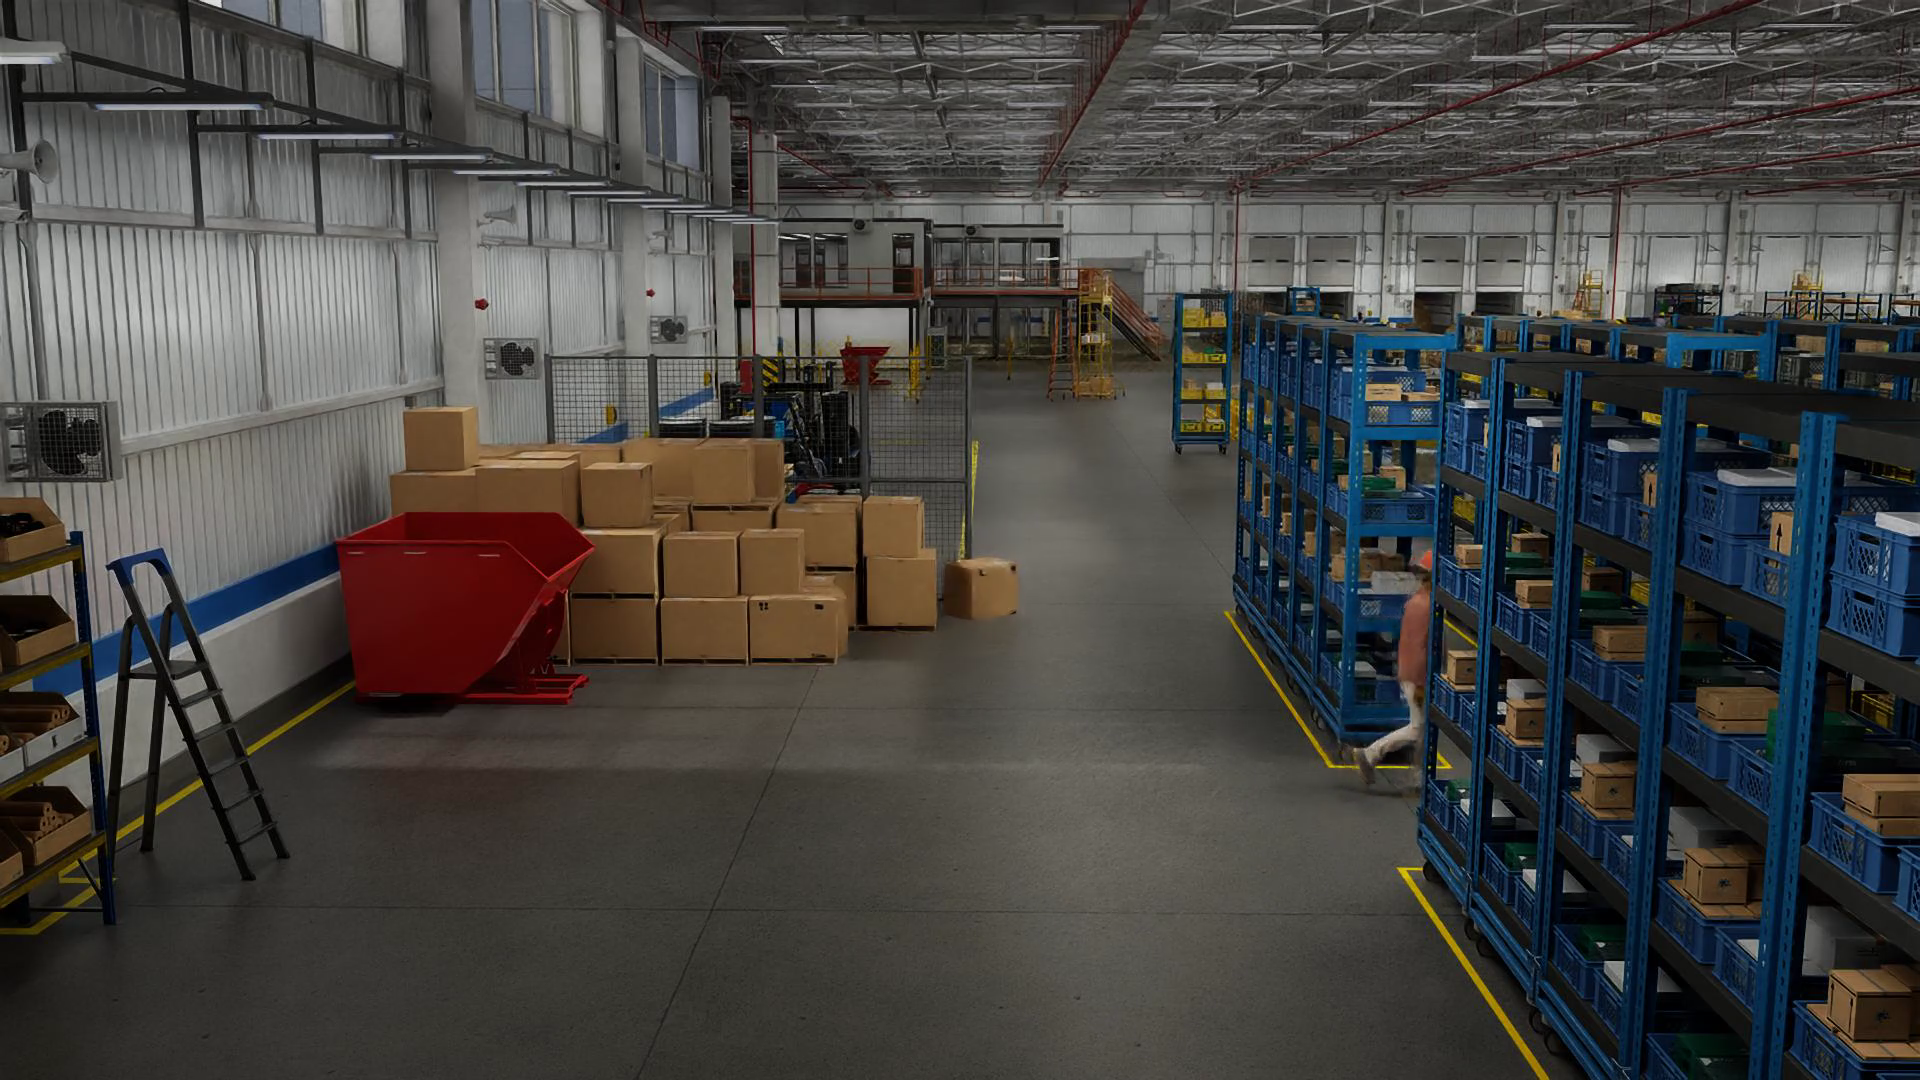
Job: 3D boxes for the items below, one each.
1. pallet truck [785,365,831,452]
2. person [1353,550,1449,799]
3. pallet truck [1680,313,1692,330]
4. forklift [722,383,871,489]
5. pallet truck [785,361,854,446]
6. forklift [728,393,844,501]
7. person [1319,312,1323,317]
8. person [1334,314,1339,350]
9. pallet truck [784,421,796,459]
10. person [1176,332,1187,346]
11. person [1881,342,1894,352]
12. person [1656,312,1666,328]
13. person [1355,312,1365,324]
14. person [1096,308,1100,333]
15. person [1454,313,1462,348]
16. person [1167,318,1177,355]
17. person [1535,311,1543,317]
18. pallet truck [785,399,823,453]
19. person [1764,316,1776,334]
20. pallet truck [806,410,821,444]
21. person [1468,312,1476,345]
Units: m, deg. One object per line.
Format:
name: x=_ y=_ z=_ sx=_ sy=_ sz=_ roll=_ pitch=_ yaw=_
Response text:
pallet truck: x=-3.774 y=-2.976 z=37.635 sx=1.885 sy=1.965 sz=0.823 roll=1 pitch=9 yaw=5
person: x=3.489 y=1.050 z=12.900 sx=0.694 sy=1.966 sz=0.642 roll=4 pitch=10 yaw=21
pallet truck: x=36.315 y=-10.531 z=84.244 sx=0.823 sy=1.965 sz=1.885 roll=-6 pitch=11 yaw=-33
forklift: x=-2.893 y=-1.687 z=28.729 sx=2.680 sy=1.987 sz=1.157 roll=0 pitch=9 yaw=-1
pallet truck: x=-3.410 y=-3.193 z=38.978 sx=1.885 sy=1.965 sz=0.823 roll=0 pitch=9 yaw=-1
forklift: x=-2.979 y=-1.316 z=26.476 sx=2.680 sy=1.987 sz=1.157 roll=0 pitch=9 yaw=1
person: x=20.012 y=-11.796 z=92.628 sx=0.816 sy=1.814 sz=0.630 roll=-6 pitch=11 yaw=-34
person: x=18.766 y=-10.296 z=83.035 sx=0.585 sy=1.920 sz=0.382 roll=5 pitch=11 yaw=29
pallet truck: x=-4.013 y=-1.793 z=32.705 sx=1.601 sy=1.201 sz=0.680 roll=0 pitch=9 yaw=1
person: x=10.380 y=-9.556 z=78.436 sx=0.581 sy=1.925 sz=0.437 roll=-2 pitch=9 yaw=-14
person: x=33.881 y=-6.545 z=60.688 sx=0.576 sy=1.667 sz=0.580 roll=-5 pitch=10 yaw=-26
person: x=37.285 y=-11.188 z=88.597 sx=0.796 sy=1.899 sz=0.590 roll=-7 pitch=12 yaw=-39
person: x=21.548 y=-11.317 z=89.401 sx=0.666 sy=1.894 sz=0.612 roll=-9 pitch=13 yaw=-44
person: x=7.893 y=-12.578 z=96.912 sx=0.430 sy=1.980 sz=0.643 roll=-4 pitch=10 yaw=-22
person: x=25.540 y=-10.631 z=85.110 sx=0.671 sy=1.920 sz=0.550 roll=-8 pitch=12 yaw=-40
person: x=10.421 y=-9.836 z=80.631 sx=0.534 sy=1.782 sz=0.904 roll=-6 pitch=11 yaw=-31
person: x=32.086 y=-11.779 z=92.288 sx=0.587 sy=1.882 sz=0.341 roll=9 pitch=13 yaw=43
pallet truck: x=-3.814 y=-2.432 z=36.419 sx=1.630 sy=1.274 sz=0.653 roll=0 pitch=9 yaw=1
person: x=37.617 y=-9.382 z=77.022 sx=0.707 sy=2.000 sz=0.549 roll=8 pitch=12 yaw=40
pallet truck: x=-3.559 y=-2.018 z=33.905 sx=1.522 sy=1.261 sz=0.704 roll=0 pitch=9 yaw=-1
person: x=28.149 y=-11.624 z=91.396 sx=0.318 sy=1.866 sz=0.538 roll=-4 pitch=10 yaw=-23
